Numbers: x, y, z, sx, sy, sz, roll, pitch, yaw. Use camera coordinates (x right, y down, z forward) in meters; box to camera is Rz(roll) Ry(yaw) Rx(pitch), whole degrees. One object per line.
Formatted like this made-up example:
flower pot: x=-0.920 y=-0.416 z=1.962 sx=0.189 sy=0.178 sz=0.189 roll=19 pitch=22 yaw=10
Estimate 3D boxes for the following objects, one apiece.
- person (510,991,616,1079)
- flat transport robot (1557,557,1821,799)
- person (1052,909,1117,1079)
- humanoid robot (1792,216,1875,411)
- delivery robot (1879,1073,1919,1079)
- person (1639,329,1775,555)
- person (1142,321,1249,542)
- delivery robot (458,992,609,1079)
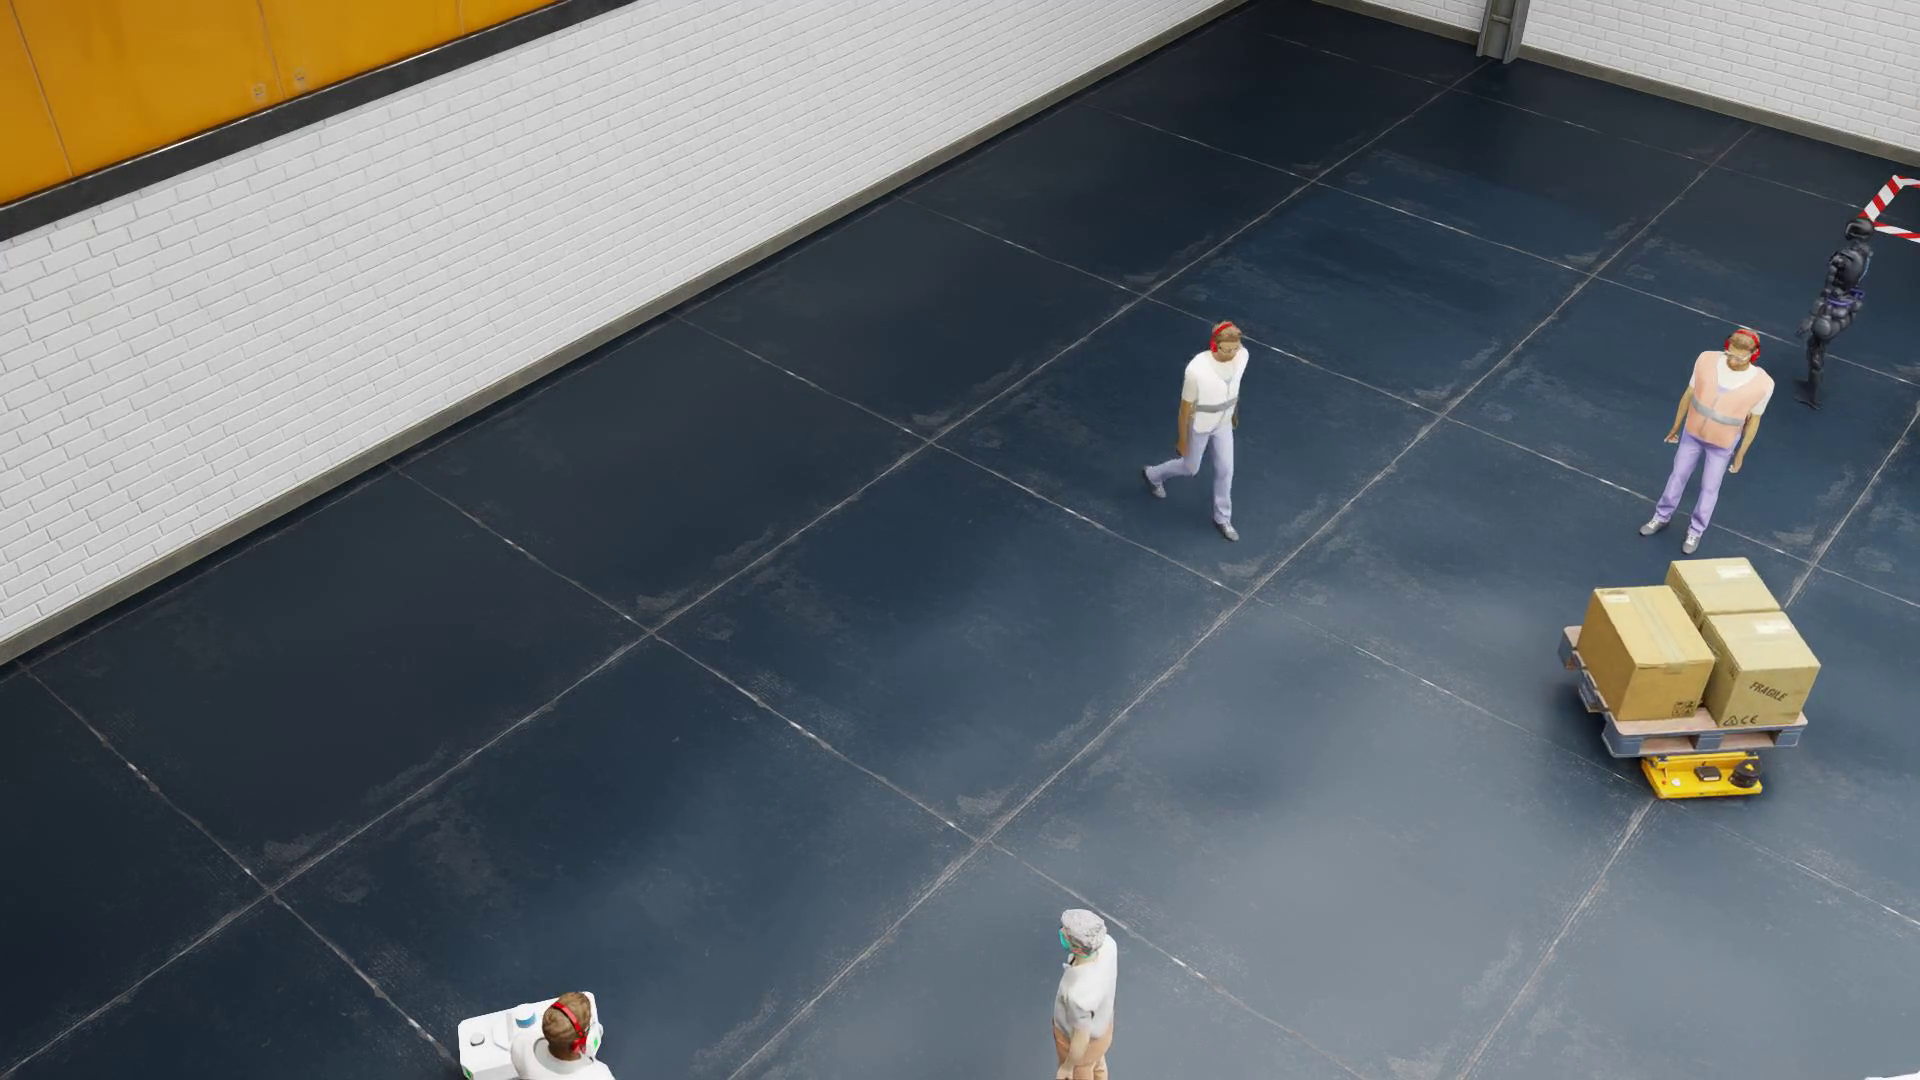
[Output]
person: x=-1.741 y=2.739 z=7.644 sx=0.571 sy=1.830 sz=0.394 roll=18 pitch=42 yaw=21
flat transport robot: x=4.642 y=1.103 z=10.917 sx=0.659 sy=0.231 sz=1.431 roll=-3 pitch=39 yaw=-3
person: x=0.594 y=2.401 z=8.127 sx=0.304 sy=1.745 sz=0.488 roll=13 pitch=41 yaw=16
humanoid robot: x=7.078 y=-1.834 z=13.444 sx=0.585 sy=1.645 sz=0.401 roll=-23 pitch=44 yaw=-26
delivery robot: x=4.931 y=2.908 z=8.443 sx=0.734 sy=0.587 sz=0.525 roll=-6 pitch=39 yaw=-8
person: x=5.398 y=-0.736 z=11.948 sx=0.564 sy=1.840 sz=0.388 roll=31 pitch=48 yaw=33
person: x=1.780 y=-0.884 z=12.166 sx=0.609 sy=1.803 sz=0.826 roll=-24 pitch=45 yaw=-27
delivery robot: x=-2.269 y=2.673 z=8.756 sx=0.815 sy=0.614 sz=0.499 roll=-10 pitch=40 yaw=-13
